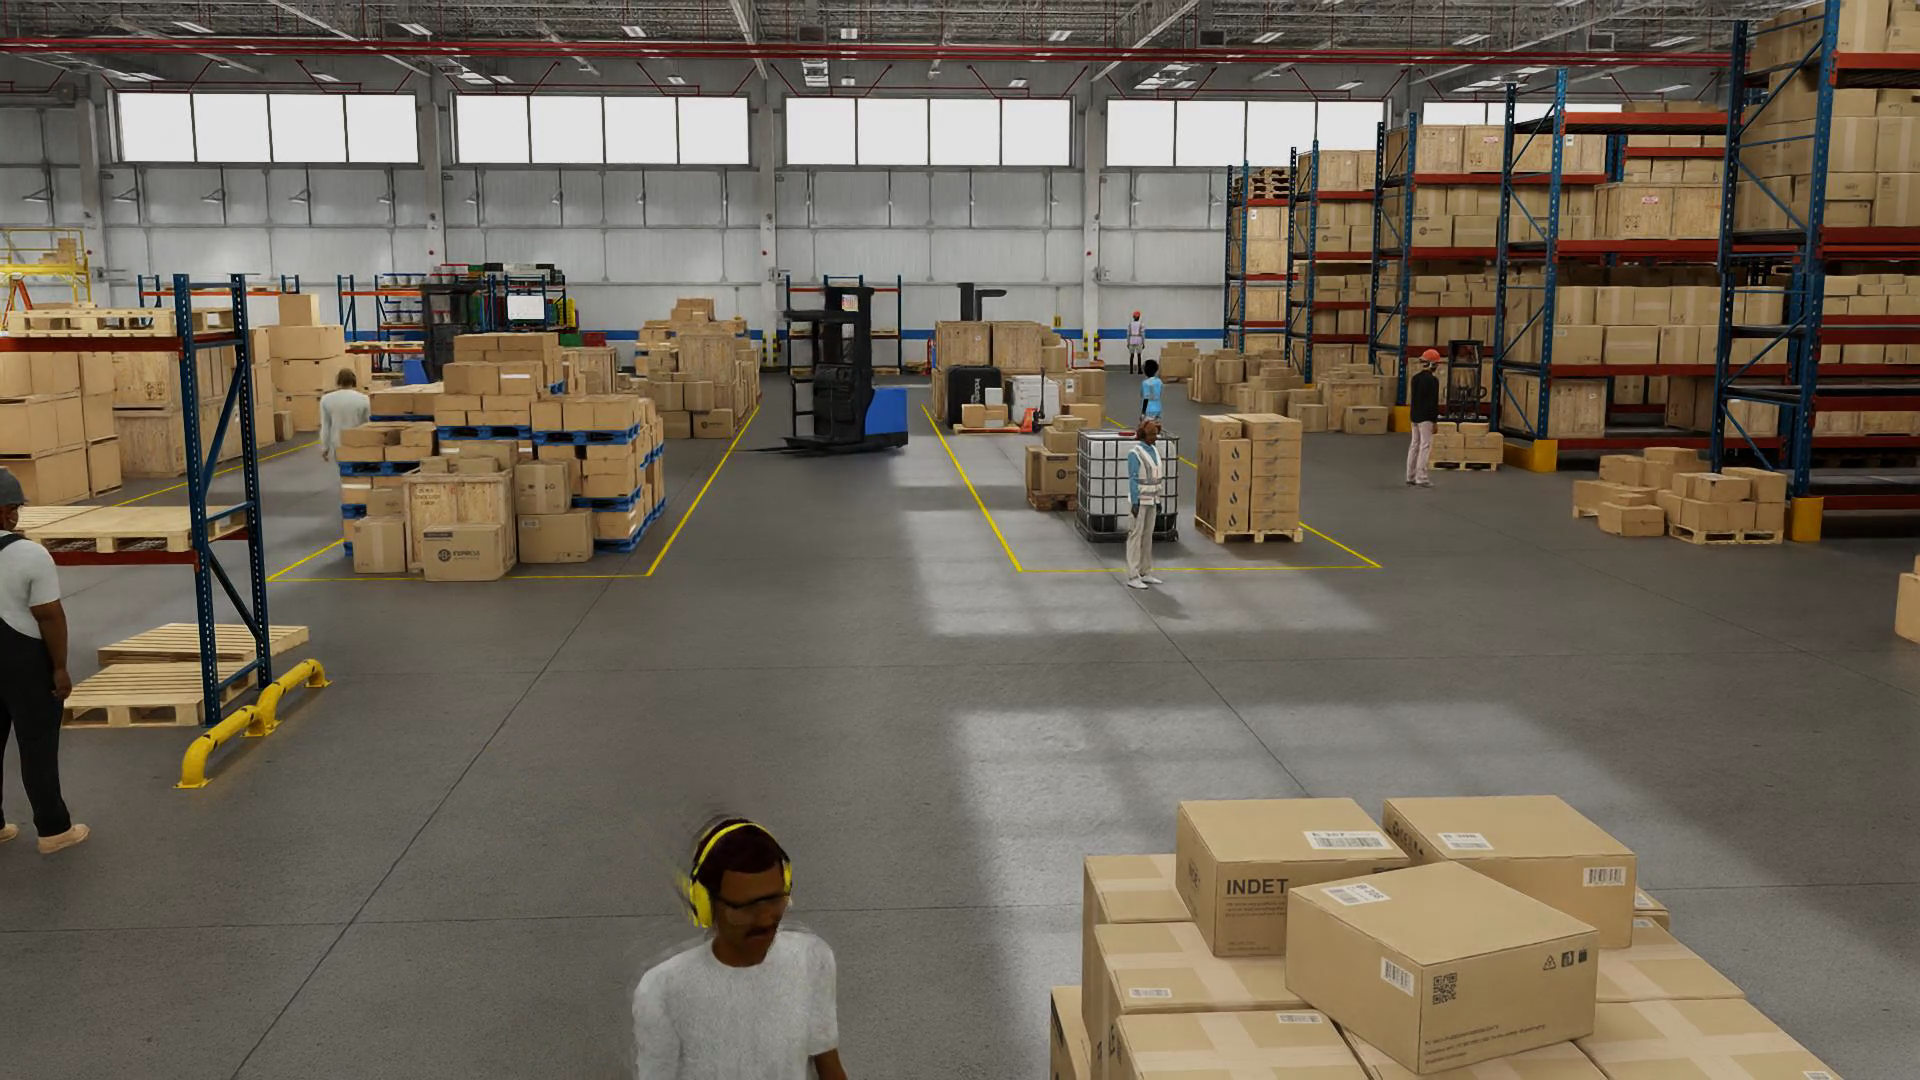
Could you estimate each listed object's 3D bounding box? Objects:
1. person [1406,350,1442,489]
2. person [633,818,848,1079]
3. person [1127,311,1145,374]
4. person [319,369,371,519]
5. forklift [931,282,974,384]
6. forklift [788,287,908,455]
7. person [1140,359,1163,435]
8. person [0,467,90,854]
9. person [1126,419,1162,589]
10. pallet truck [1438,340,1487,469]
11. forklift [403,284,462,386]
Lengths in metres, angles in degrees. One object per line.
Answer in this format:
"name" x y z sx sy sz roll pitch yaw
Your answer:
"person" 6.614 -1.710 23.618 0.434 1.977 0.602 -3 9 -16
"person" -0.492 1.512 3.869 0.538 1.827 0.967 -7 11 -36
"person" 5.390 -6.043 50.927 0.551 1.935 0.371 2 9 15
"person" -7.505 -1.163 20.461 0.651 1.890 1.035 -1 9 -5
"forklift" 0.170 -5.571 45.011 1.873 2.768 1.129 -1 9 -4
"forklift" -1.888 -2.948 28.544 1.129 2.768 1.873 9 13 44
"person" 3.020 -2.014 26.372 0.318 1.700 0.535 6 11 33
"person" -4.966 0.627 8.724 0.689 2.000 0.539 1 9 3
"person" 1.789 -0.355 16.146 0.309 1.640 0.511 6 11 35
"pallet truck" 8.004 -2.170 26.422 0.823 1.965 1.885 2 9 14
"forklift" -11.902 -4.493 38.244 1.873 2.768 1.129 7 12 39
